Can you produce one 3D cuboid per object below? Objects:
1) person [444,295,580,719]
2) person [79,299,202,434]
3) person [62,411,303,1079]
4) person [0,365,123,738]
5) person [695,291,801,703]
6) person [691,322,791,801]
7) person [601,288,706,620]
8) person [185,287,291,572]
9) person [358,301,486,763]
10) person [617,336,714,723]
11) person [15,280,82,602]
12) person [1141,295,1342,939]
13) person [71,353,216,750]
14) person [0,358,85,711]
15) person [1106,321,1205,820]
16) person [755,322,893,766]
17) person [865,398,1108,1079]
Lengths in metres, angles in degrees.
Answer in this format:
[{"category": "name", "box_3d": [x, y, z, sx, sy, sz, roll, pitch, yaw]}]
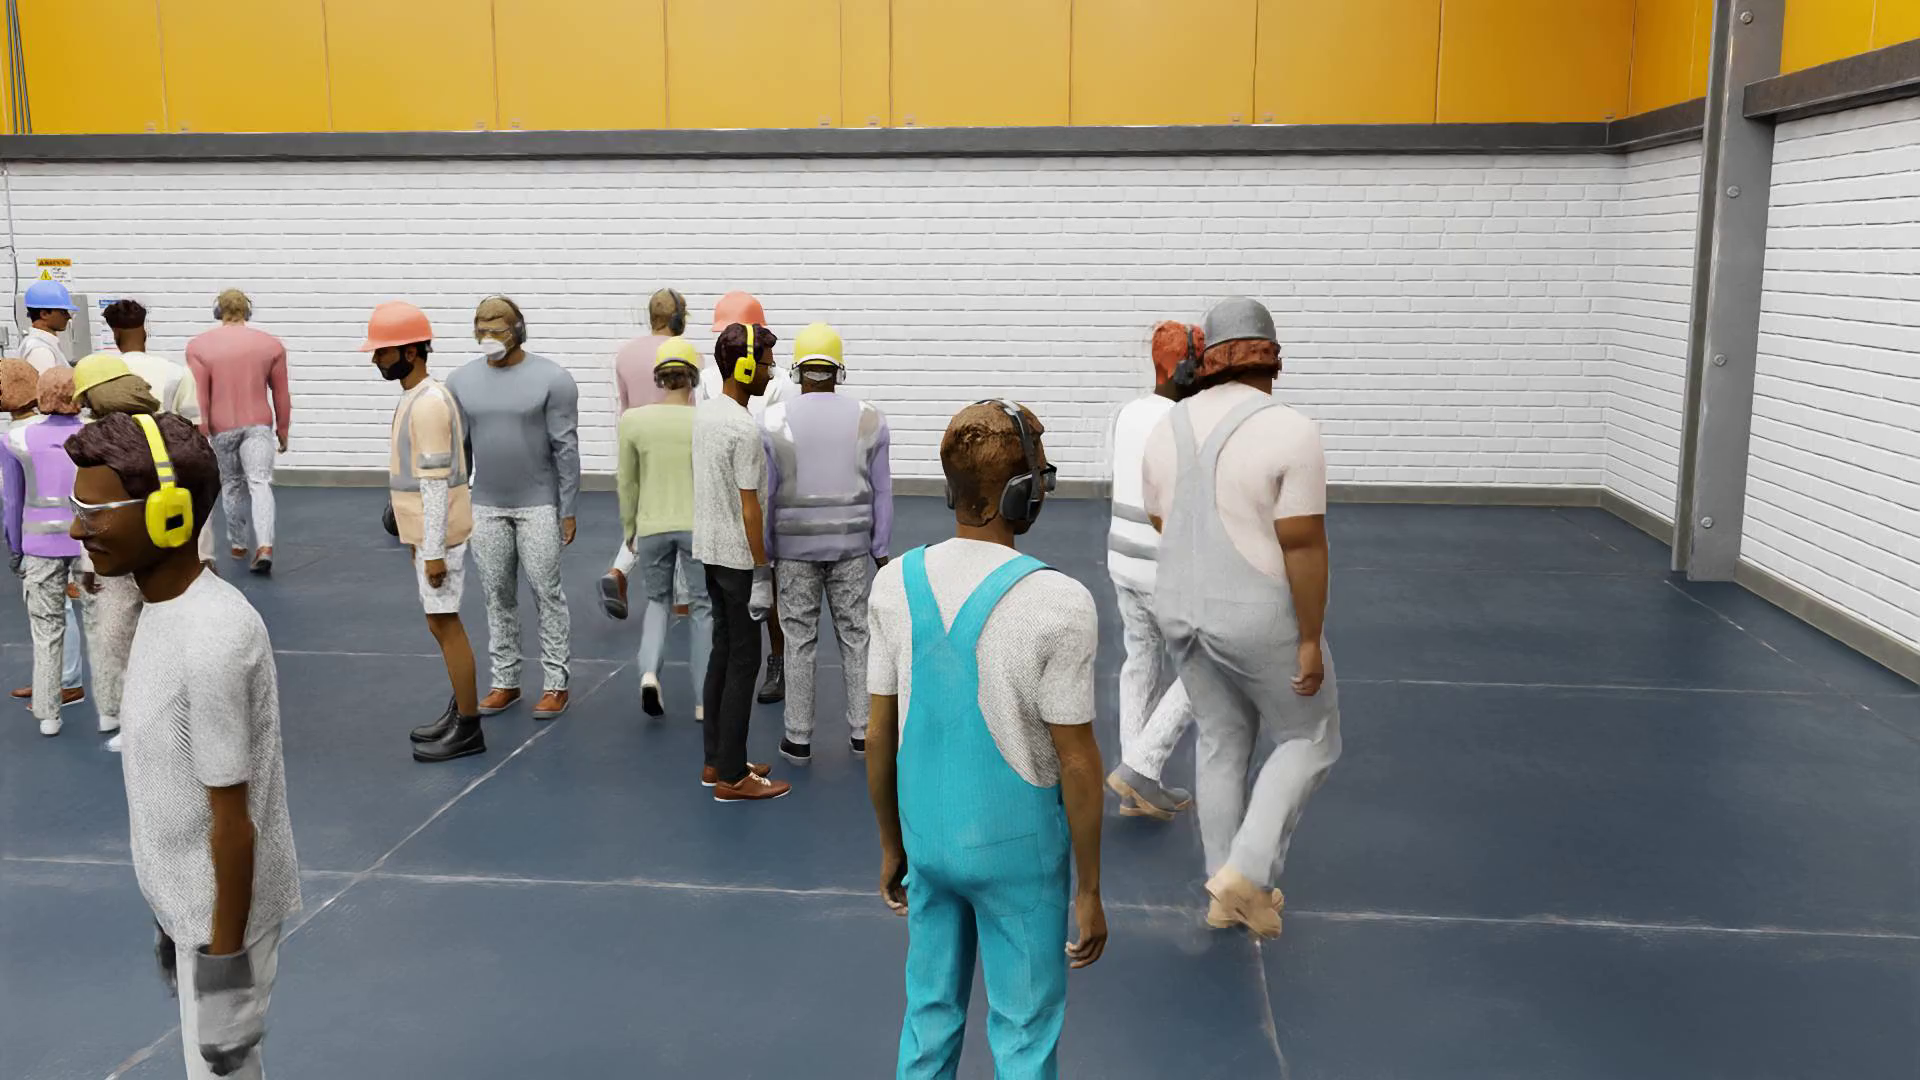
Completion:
[{"category": "person", "box_3d": [-2.036, -0.145, 7.583, 0.636, 1.929, 0.385, 1, 10, 7]}, {"category": "person", "box_3d": [-4.489, -0.385, 9.179, 0.618, 1.871, 1.157, -5, 11, -28]}, {"category": "person", "box_3d": [-1.345, 0.695, 2.959, 0.322, 1.861, 0.514, -6, 11, -30]}, {"category": "person", "box_3d": [-3.880, 0.055, 7.273, 0.528, 1.630, 0.313, -4, 11, -20]}, {"category": "person", "box_3d": [-1.012, -0.195, 7.826, 0.549, 1.937, 0.358, 3, 10, 15]}, {"category": "person", "box_3d": [-0.851, 0.092, 6.427, 0.346, 1.856, 0.530, -6, 11, -30]}, {"category": "person", "box_3d": [-1.704, -0.459, 9.393, 0.636, 1.917, 0.716, 6, 12, 31]}, {"category": "person", "box_3d": [-4.779, -0.734, 11.088, 0.635, 1.894, 1.034, -5, 11, -27]}, {"category": "person", "box_3d": [-2.245, -0.031, 6.952, 0.426, 1.923, 0.556, -4, 11, -21]}, {"category": "person", "box_3d": [-1.279, -0.035, 7.491, 0.530, 1.740, 0.498, 0, 10, 2]}, {"category": "person", "box_3d": [-5.494, -0.597, 10.100, 0.397, 1.944, 0.618, -6, 12, -30]}, {"category": "person", "box_3d": [0.879, 0.215, 5.181, 0.572, 2.000, 0.711, -8, 13, -39]}, {"category": "person", "box_3d": [-3.356, 0.083, 6.904, 0.557, 1.708, 0.350, 1, 10, 4]}, {"category": "person", "box_3d": [-4.305, -0.027, 7.732, 0.280, 1.632, 0.501, -8, 12, -37]}, {"category": "person", "box_3d": [0.750, 0.128, 6.166, 0.409, 1.868, 0.570, -5, 11, -27]}, {"category": "person", "box_3d": [-0.576, 0.019, 6.901, 0.599, 1.830, 0.403, -3, 10, -15]}, {"category": "person", "box_3d": [0.057, 0.641, 3.300, 0.517, 1.844, 0.329, 6, 12, 32]}]
